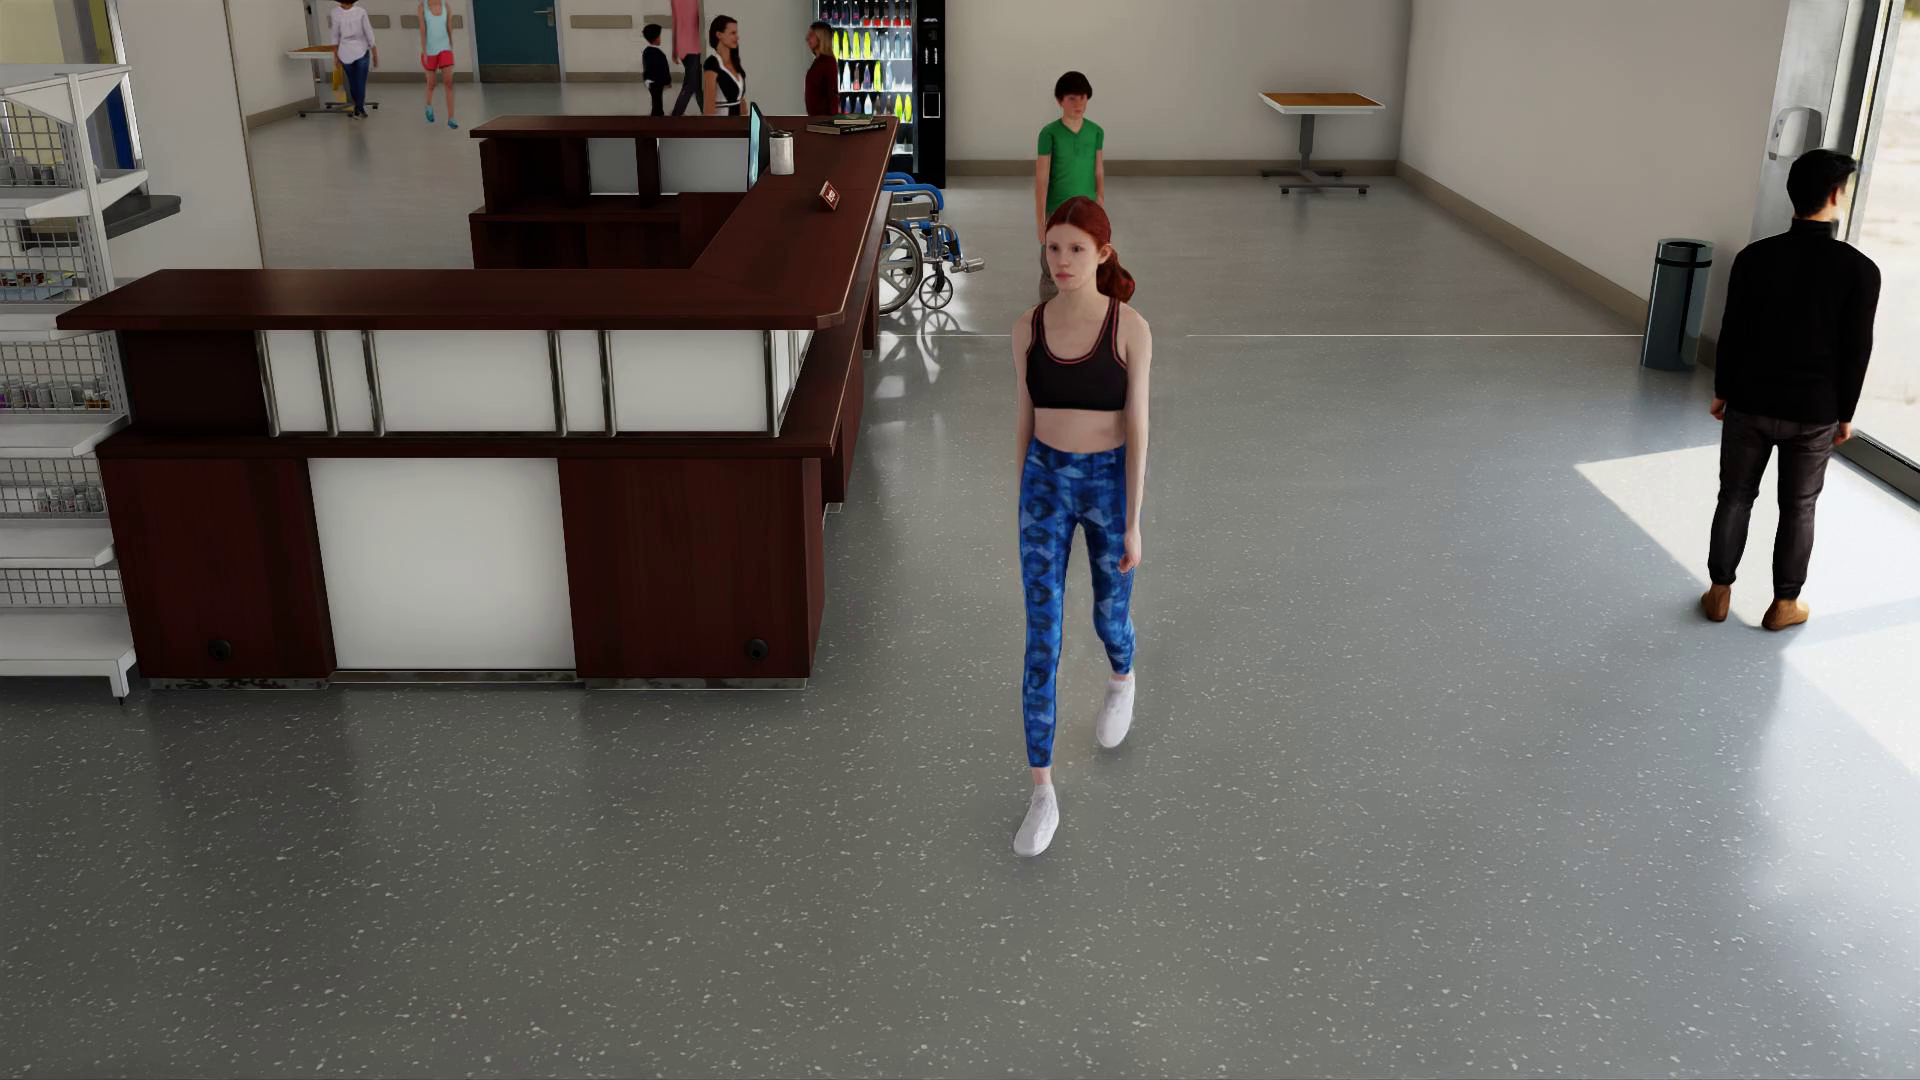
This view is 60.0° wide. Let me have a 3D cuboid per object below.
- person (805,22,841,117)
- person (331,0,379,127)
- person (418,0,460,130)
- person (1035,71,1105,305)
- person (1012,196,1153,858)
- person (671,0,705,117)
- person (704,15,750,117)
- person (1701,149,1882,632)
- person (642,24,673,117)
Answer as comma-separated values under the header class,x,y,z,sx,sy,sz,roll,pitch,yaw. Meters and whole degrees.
class,x,y,z,sx,sy,sz,roll,pitch,yaw
person,-1.096,-3.512,14.009,1.055,1.614,0.794,-7,22,-17
person,-7.368,-5.882,20.170,1.061,1.683,0.751,-1,21,-3
person,-6.280,-5.802,19.879,1.141,1.738,1.014,-11,23,-27
person,0.600,-1.873,9.677,1.023,1.617,0.818,-5,21,-14
person,0.373,-0.066,4.714,1.157,1.753,0.837,5,21,14
person,-3.099,-5.477,18.784,1.283,1.906,1.188,13,24,31
person,-1.760,-2.859,12.040,0.683,1.787,0.649,4,21,10
person,2.954,-0.519,5.954,0.681,1.722,0.783,14,25,33
person,-3.630,-5.426,19.574,0.693,1.212,0.745,17,27,38
